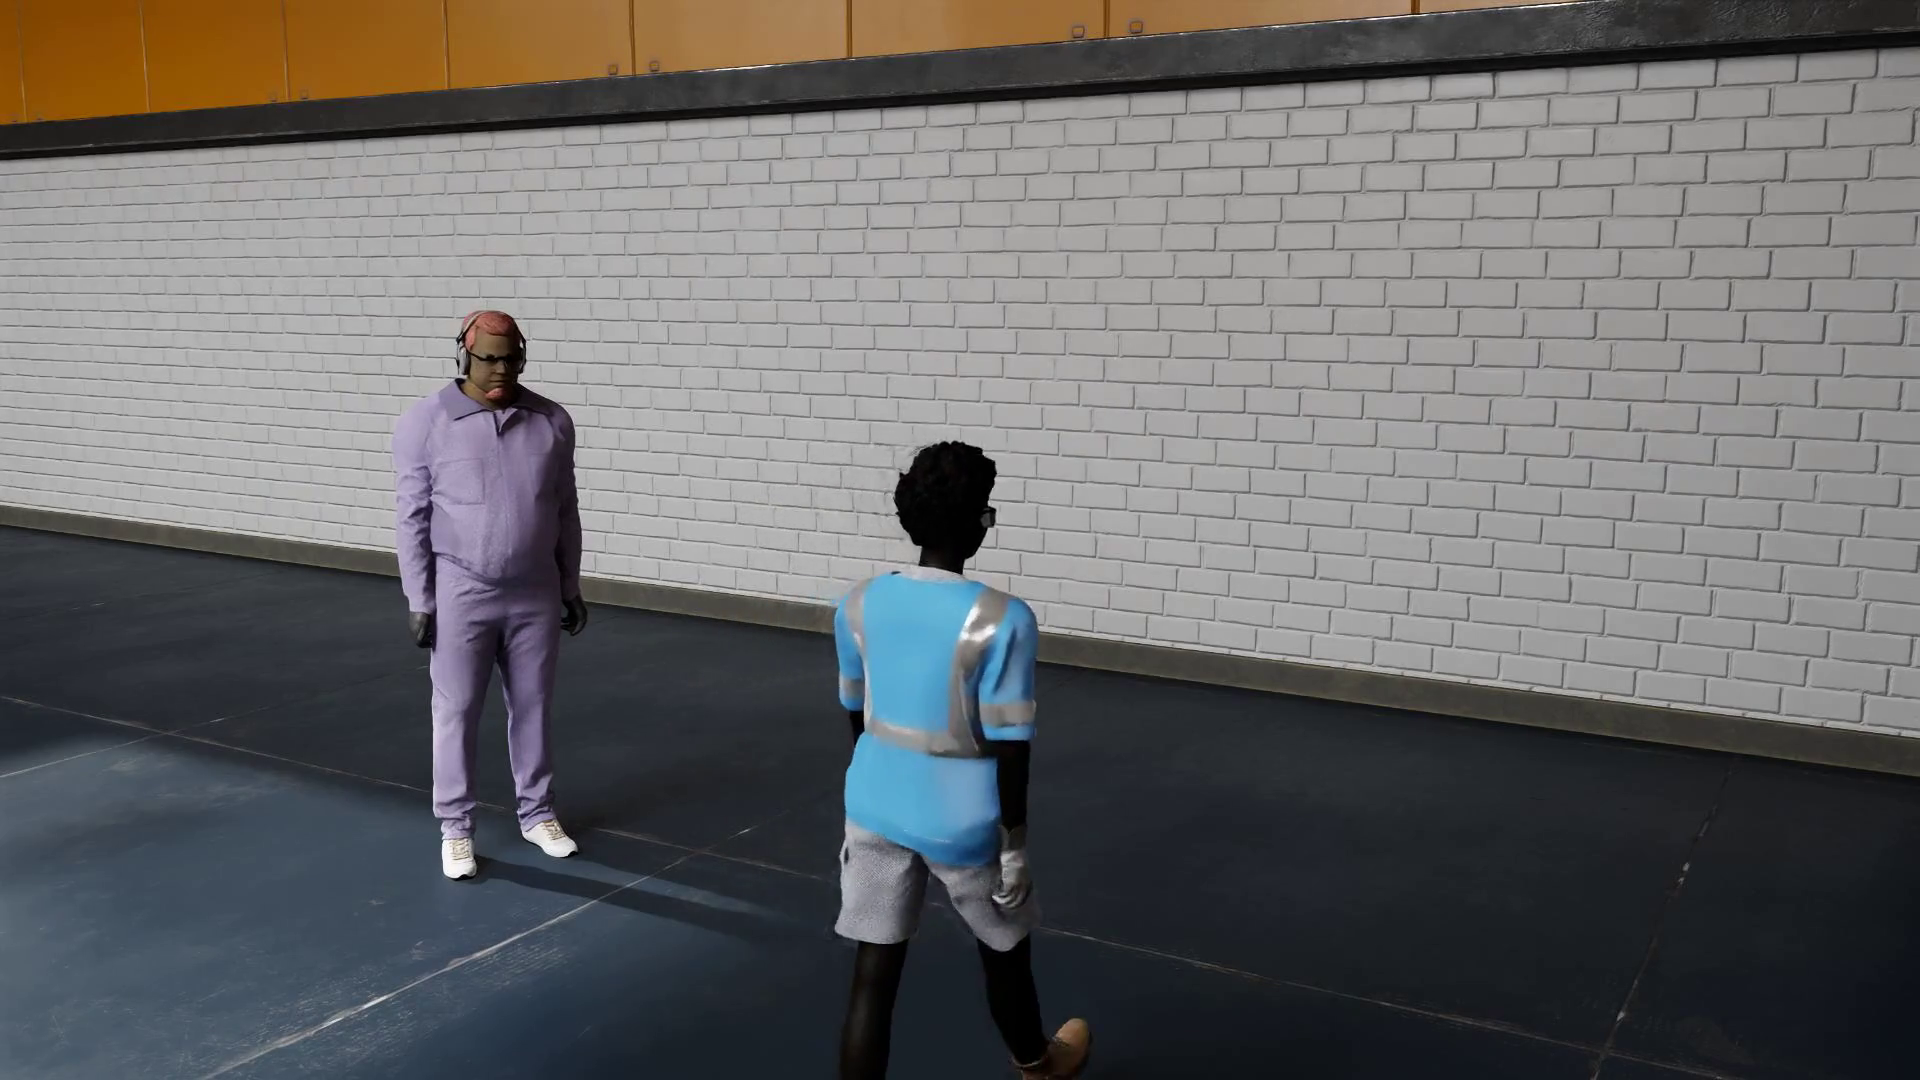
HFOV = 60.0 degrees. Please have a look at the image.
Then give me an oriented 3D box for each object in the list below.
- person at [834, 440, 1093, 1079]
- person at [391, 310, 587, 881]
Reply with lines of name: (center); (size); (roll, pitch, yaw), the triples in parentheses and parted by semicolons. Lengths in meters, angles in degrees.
person: (-0.001, 0.601, 3.747); (0.552, 1.648, 0.843); (6, 11, 32)
person: (-1.569, 0.178, 5.651); (0.638, 1.903, 0.409); (-6, 11, -35)
